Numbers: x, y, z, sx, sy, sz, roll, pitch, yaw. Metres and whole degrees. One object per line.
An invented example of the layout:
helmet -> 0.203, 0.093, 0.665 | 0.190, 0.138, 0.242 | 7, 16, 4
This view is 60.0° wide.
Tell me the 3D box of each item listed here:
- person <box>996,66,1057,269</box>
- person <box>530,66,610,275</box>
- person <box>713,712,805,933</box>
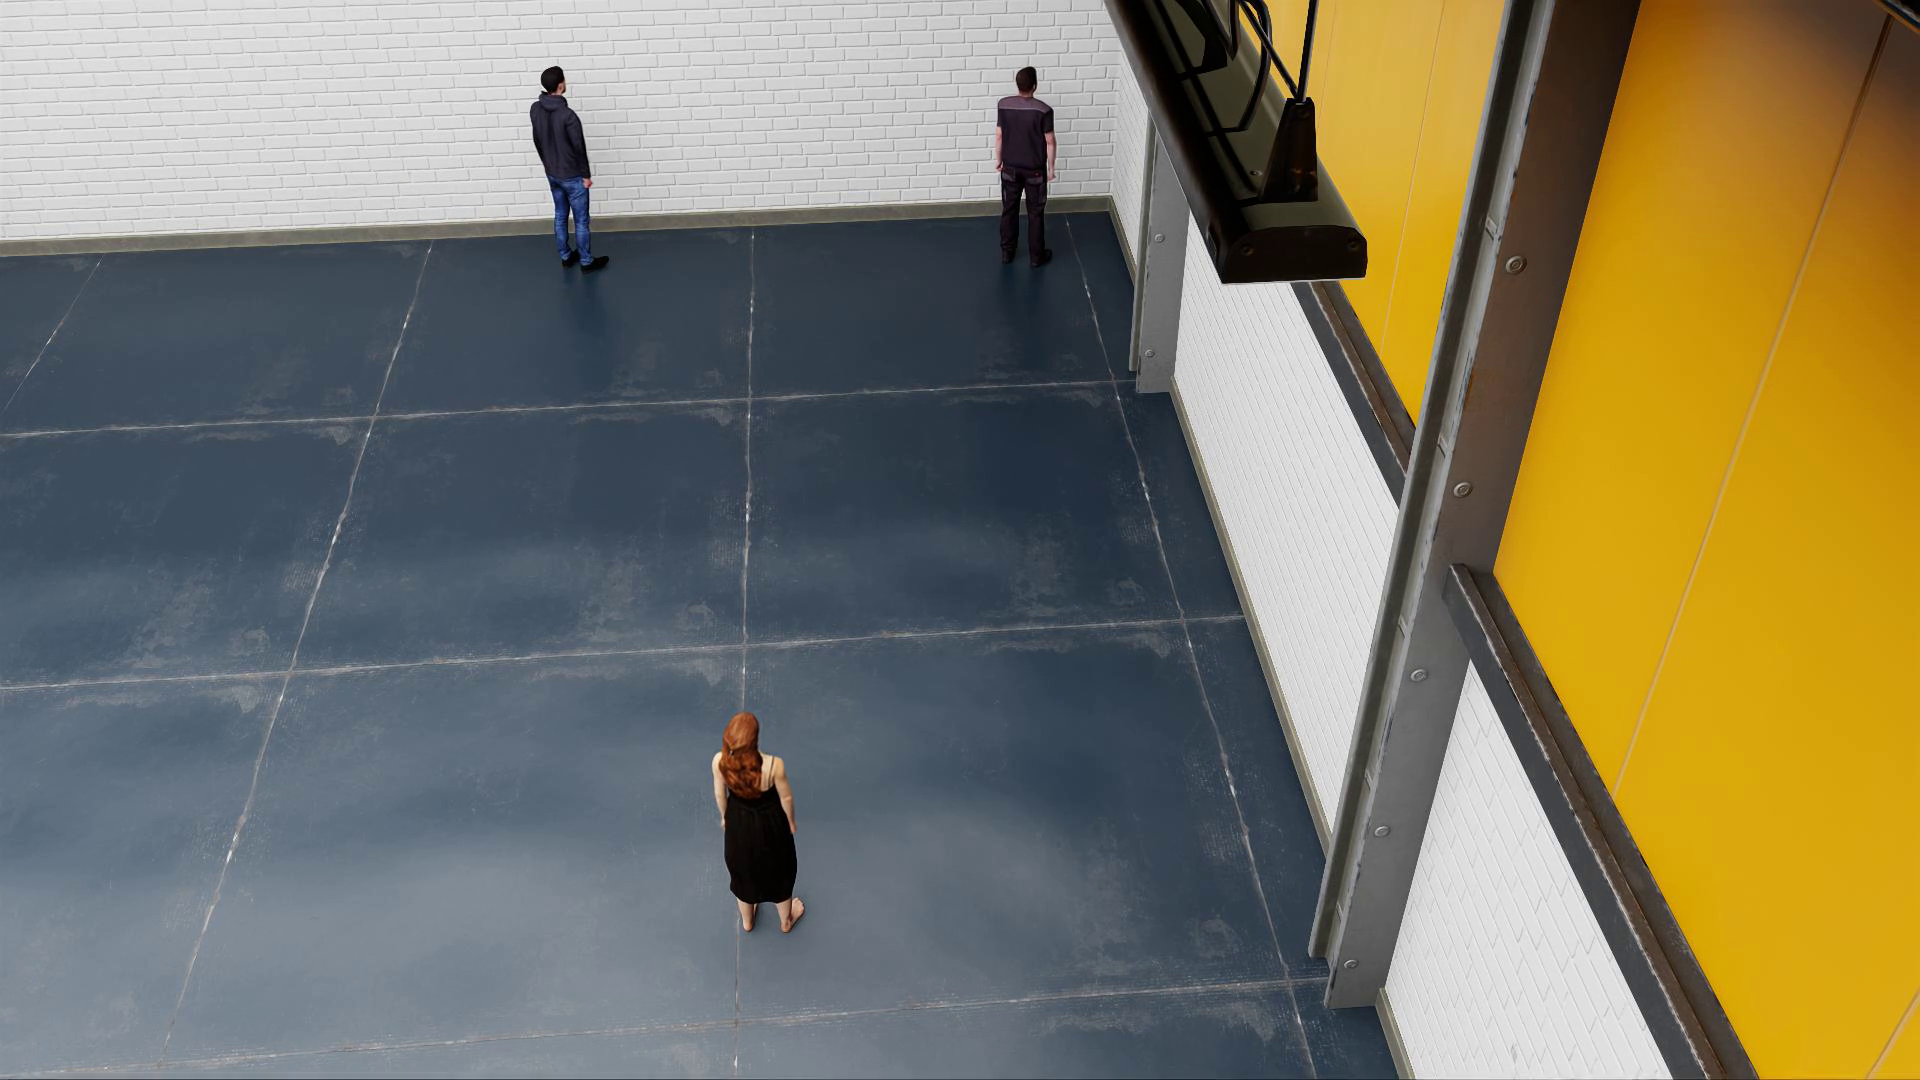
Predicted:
person -> 0.574, -3.319, 14.792 | 0.801, 1.845, 0.773 | 14, 41, 17
person -> -3.487, -3.255, 14.673 | 0.764, 1.894, 0.771 | 19, 42, 22
person -> -1.096, 1.524, 8.905 | 0.605, 1.625, 0.616 | 4, 39, 5
